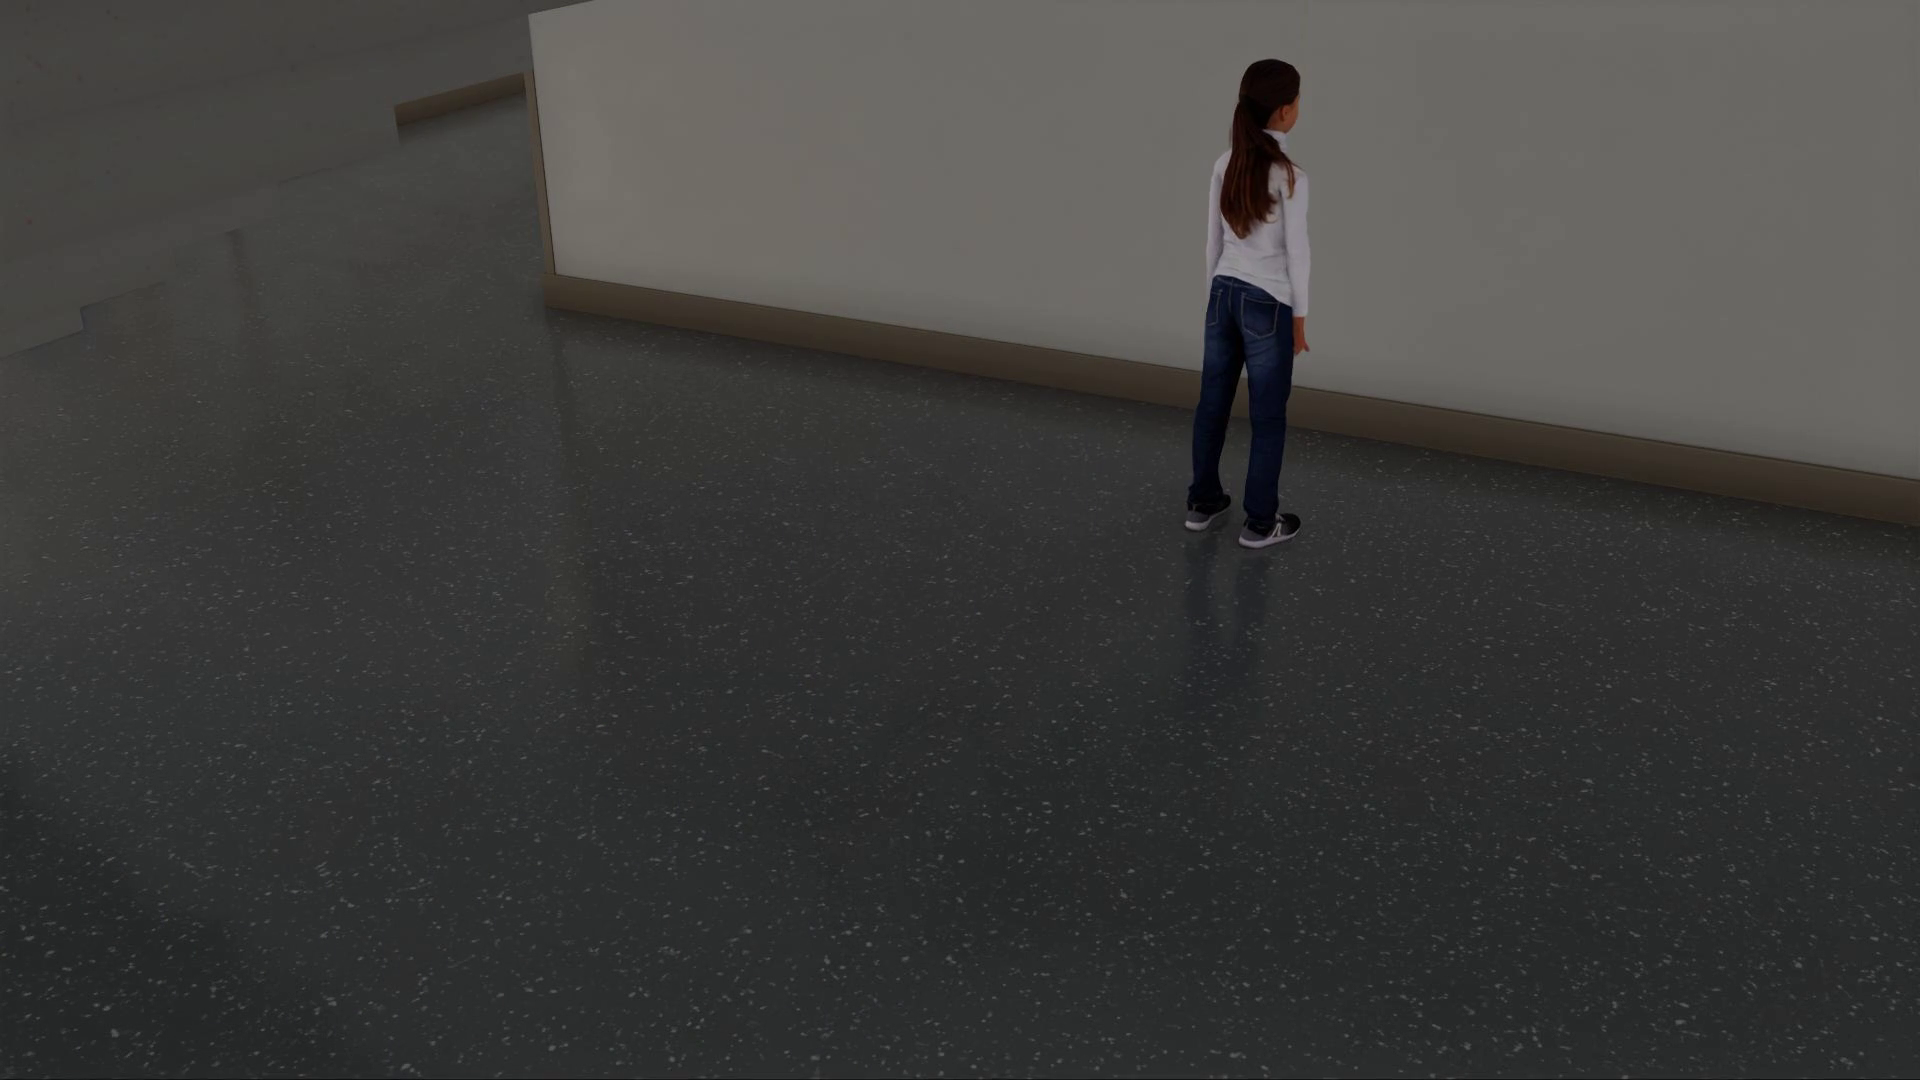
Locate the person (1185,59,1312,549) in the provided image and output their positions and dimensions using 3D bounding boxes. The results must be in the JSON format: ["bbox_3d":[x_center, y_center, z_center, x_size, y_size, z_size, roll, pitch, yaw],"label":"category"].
[{"bbox_3d":[0.926,-0.744,5.333,0.528,1.557,0.655,22,33,37],"label":"person"}]
